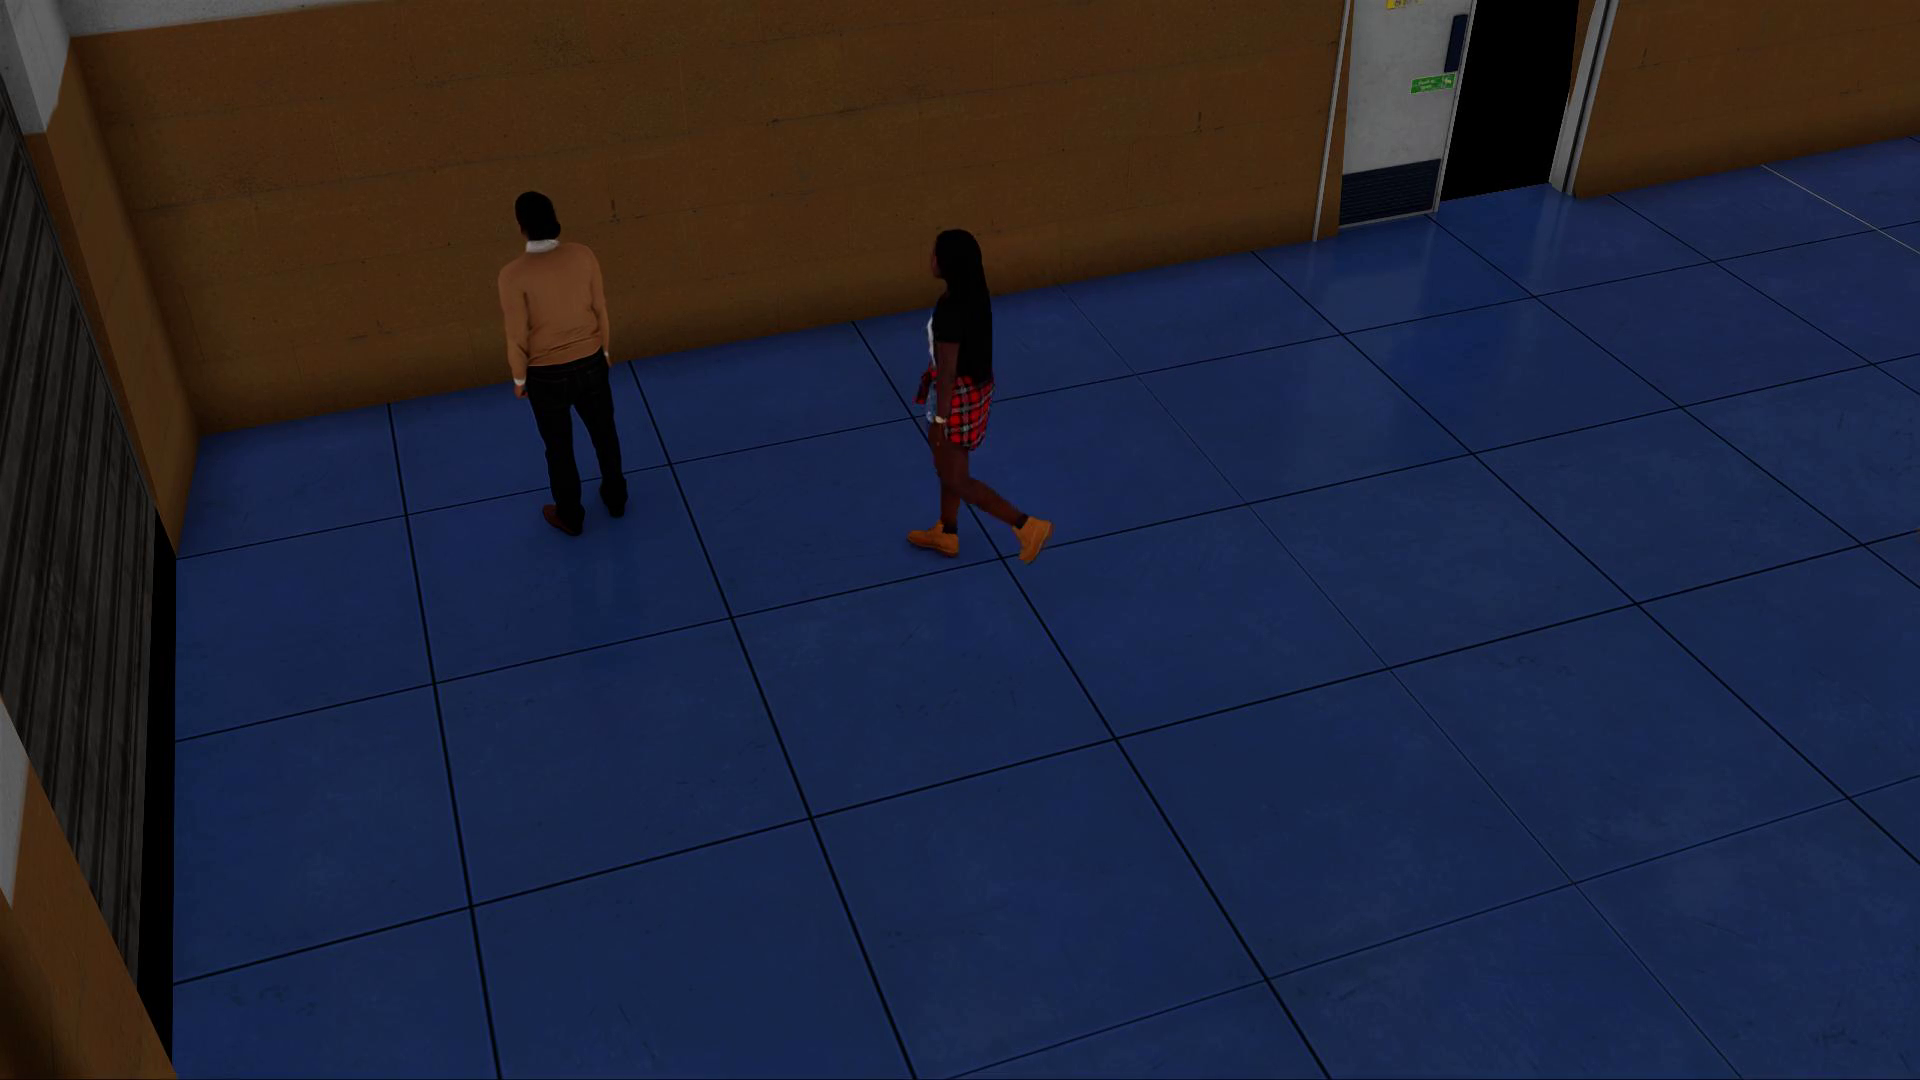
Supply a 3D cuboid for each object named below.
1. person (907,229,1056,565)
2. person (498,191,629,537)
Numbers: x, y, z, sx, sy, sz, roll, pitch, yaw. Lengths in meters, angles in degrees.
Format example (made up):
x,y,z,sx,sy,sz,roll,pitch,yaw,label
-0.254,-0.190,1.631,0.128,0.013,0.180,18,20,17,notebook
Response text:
x,y,z,sx,sy,sz,roll,pitch,yaw,label
0.078,-0.576,7.491,1.023,1.711,1.020,10,38,13,person
-1.847,-0.809,7.767,0.723,1.753,0.692,-24,43,-29,person
